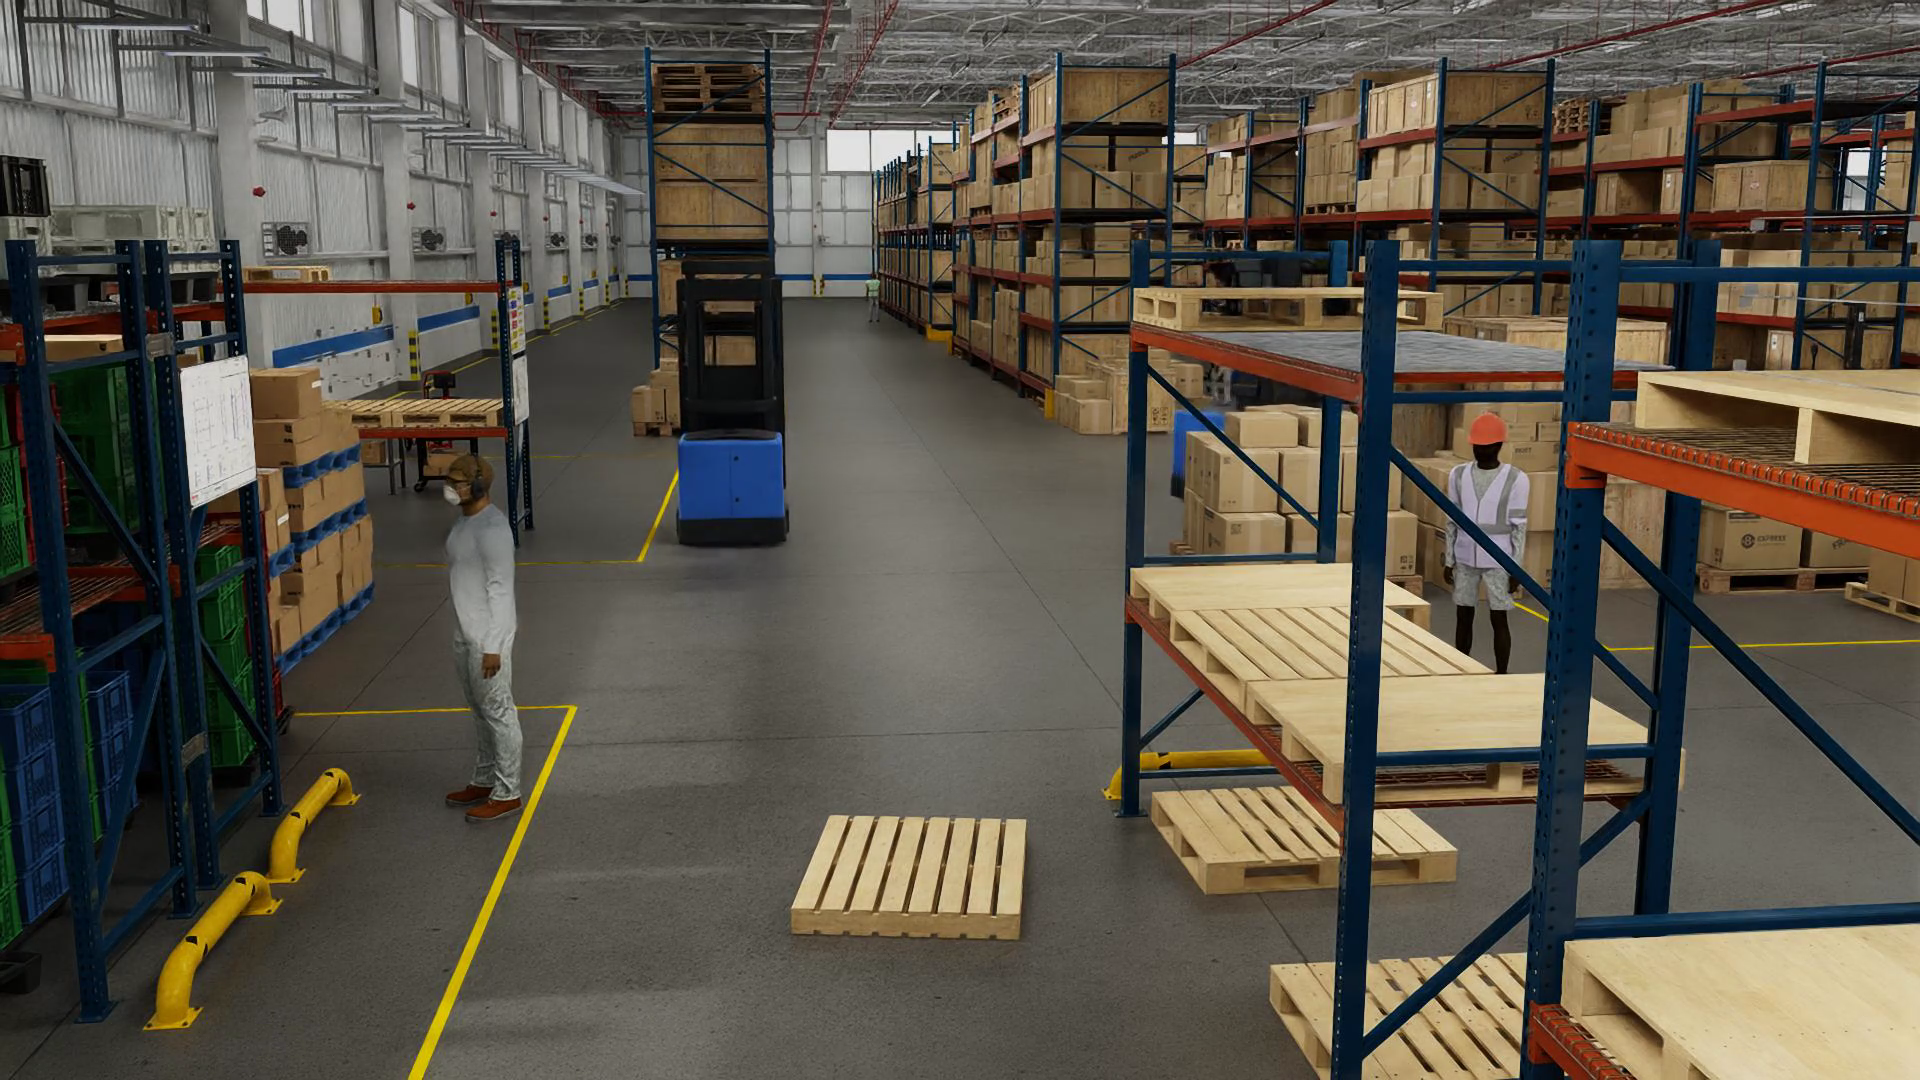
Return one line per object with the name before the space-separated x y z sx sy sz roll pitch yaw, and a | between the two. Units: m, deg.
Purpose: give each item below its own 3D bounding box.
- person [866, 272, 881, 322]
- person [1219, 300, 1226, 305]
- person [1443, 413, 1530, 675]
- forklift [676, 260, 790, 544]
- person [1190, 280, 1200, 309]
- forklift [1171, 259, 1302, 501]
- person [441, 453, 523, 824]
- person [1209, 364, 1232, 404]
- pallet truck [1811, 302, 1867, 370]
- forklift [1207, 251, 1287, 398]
person | -3.204 -9.014 61.733 0.567 1.850 0.389 -2 10 -9
person | 7.847 -6.674 48.339 0.983 2.000 0.635 1 10 5
person | 3.415 0.128 10.878 0.543 1.928 0.400 8 13 39
forklift | -2.340 -1.457 17.007 1.129 2.768 1.873 -1 10 -6
person | 6.715 -6.492 47.675 0.614 1.887 0.657 0 10 3
forklift | 3.459 -1.796 18.885 1.873 2.768 1.129 9 13 40
person | -2.519 0.506 8.739 0.370 1.940 0.630 -7 12 -33
person | 4.639 -3.110 29.658 0.525 1.625 0.507 -8 13 -38
pallet truck | 15.846 -3.142 28.793 1.885 1.965 0.823 2 10 12
forklift | 5.759 -4.158 31.972 1.129 2.768 1.873 -4 11 -22
